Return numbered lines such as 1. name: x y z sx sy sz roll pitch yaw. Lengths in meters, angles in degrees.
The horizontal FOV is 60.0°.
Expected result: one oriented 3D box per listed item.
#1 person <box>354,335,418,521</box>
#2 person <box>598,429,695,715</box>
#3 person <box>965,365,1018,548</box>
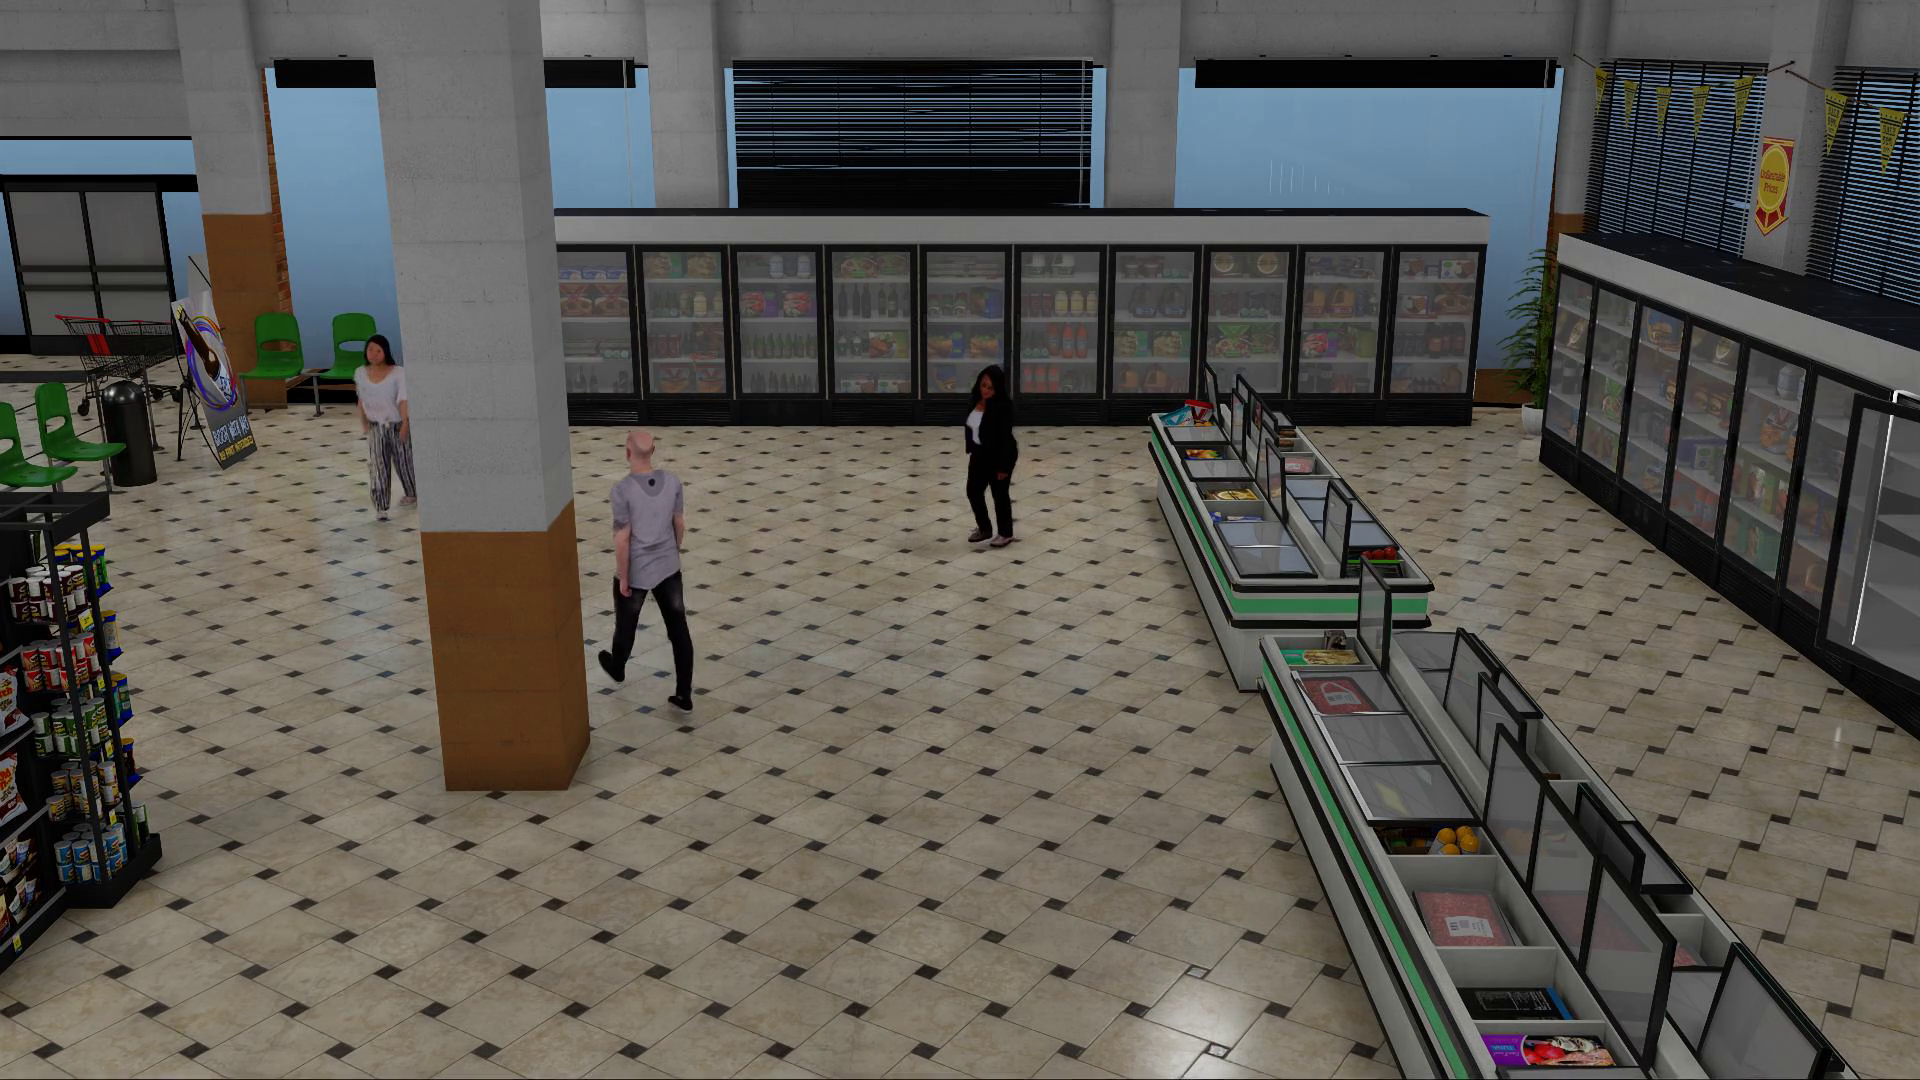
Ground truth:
1. person: -5.081 -1.023 14.841 0.693 1.639 1.051 3 17 9
2. person: -1.901 0.240 10.434 1.121 1.783 1.302 -11 20 -32
3. person: 0.301 -0.687 13.857 0.897 1.569 0.837 -11 20 -33
